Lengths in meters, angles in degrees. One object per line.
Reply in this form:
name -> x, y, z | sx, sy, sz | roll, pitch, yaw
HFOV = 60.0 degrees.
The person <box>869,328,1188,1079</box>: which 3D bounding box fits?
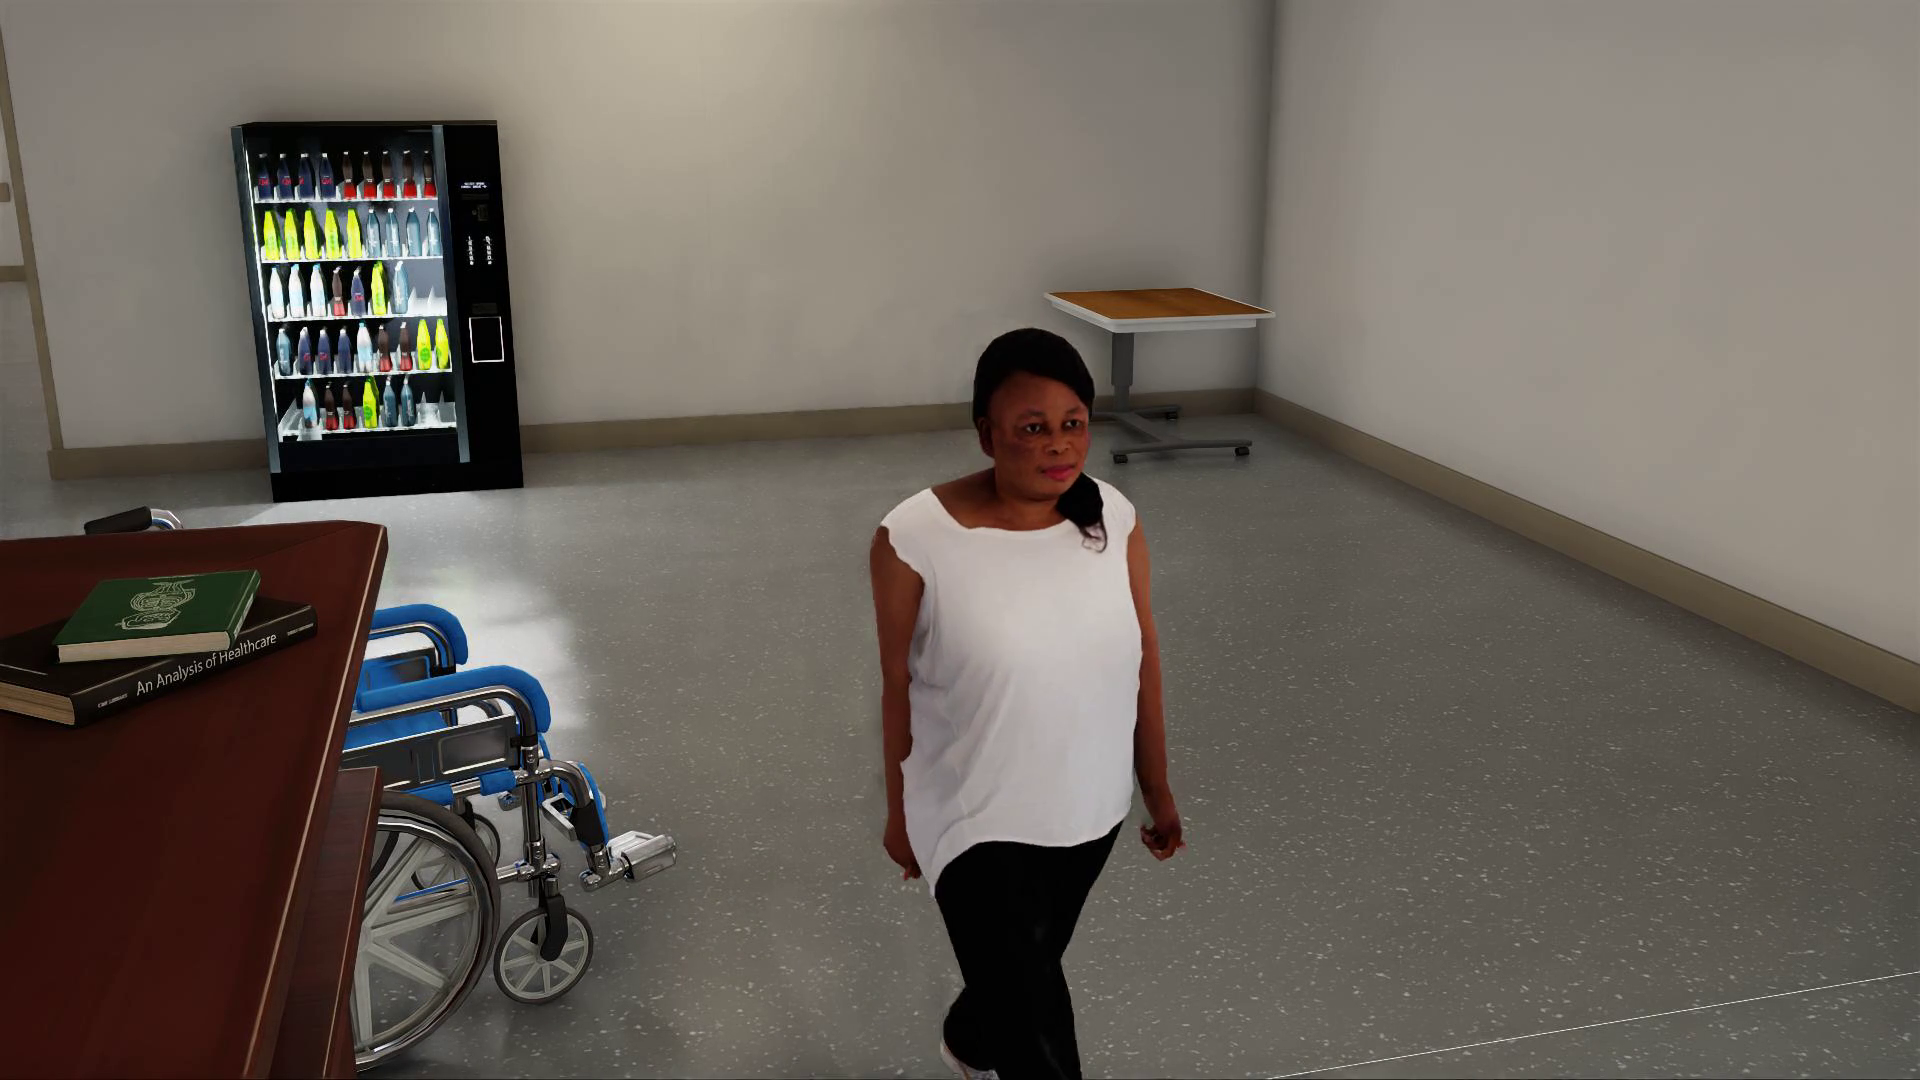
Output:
person -> 0.101, 0.458, 3.003 | 1.094, 1.648, 0.886 | -8, 18, -27
